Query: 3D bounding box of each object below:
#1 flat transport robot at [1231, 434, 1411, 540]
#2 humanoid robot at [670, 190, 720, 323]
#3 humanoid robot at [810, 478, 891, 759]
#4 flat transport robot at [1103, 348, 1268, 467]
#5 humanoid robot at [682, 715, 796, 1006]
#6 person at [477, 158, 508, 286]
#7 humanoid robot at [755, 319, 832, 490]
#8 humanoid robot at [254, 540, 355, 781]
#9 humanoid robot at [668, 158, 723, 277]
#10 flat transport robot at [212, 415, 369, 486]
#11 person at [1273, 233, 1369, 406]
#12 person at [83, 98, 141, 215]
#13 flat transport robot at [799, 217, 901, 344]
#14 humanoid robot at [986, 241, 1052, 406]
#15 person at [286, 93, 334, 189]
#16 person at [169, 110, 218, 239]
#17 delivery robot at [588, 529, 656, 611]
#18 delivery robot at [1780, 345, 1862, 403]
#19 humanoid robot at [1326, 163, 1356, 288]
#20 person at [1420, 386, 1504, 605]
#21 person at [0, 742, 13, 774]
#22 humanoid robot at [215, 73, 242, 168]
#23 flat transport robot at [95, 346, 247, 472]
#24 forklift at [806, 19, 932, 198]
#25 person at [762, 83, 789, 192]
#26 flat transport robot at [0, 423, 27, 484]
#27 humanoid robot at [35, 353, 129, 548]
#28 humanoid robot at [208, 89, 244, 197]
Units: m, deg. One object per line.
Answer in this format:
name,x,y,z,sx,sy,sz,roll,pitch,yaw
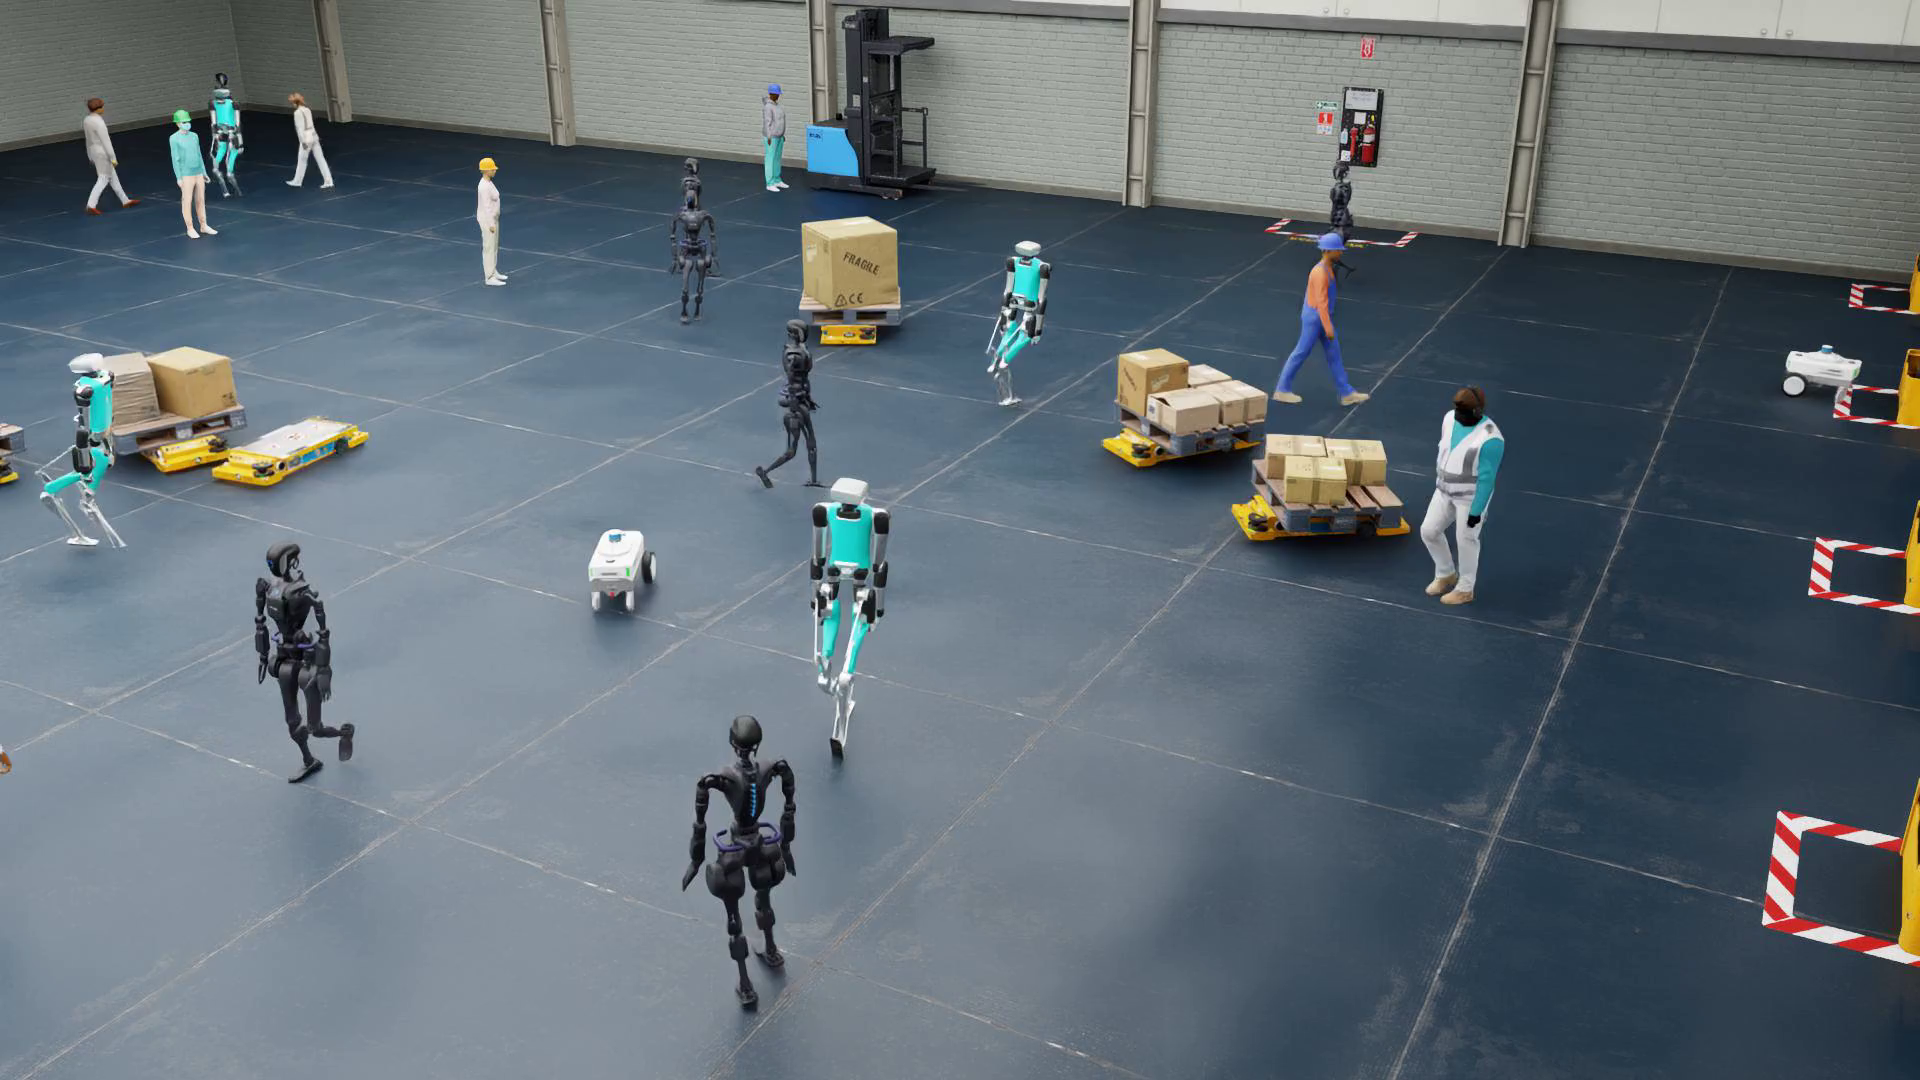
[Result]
flat transport robot,3.181,-0.227,14.692,1.431,0.231,0.659,-2,23,-5
humanoid robot,-3.282,-3.507,20.556,0.610,1.649,0.371,-5,24,-11
humanoid robot,-0.805,0.556,11.026,0.556,1.772,0.962,4,24,10
flat transport robot,2.224,-0.993,16.475,1.431,0.231,0.659,-11,26,-24
humanoid robot,-1.161,1.618,8.625,0.608,1.652,0.496,-11,26,-24
person,-6.293,-4.274,22.317,0.339,1.689,0.462,-3,23,-7
humanoid robot,-1.554,-1.255,15.327,0.635,1.639,0.613,4,23,8
humanoid robot,-4.201,0.744,10.639,0.591,1.643,0.471,9,25,20
humanoid robot,-3.659,-4.406,22.710,0.789,1.630,0.609,1,23,3
flat transport robot,-6.509,-0.880,16.211,0.659,0.231,1.431,9,25,20
person,3.838,-2.305,17.522,1.012,1.851,0.511,12,26,26
person,-13.671,-6.119,26.484,0.526,1.800,0.905,19,29,37
flat transport robot,-1.328,-2.673,20.385,0.659,0.231,1.431,-1,23,-1
humanoid robot,0.542,-2.193,17.409,0.549,1.762,0.839,16,28,32
person,-11.111,-6.757,28.203,0.844,1.585,0.519,4,24,8
person,-11.503,-5.478,24.879,0.349,1.876,0.518,12,26,26
delivery robot,-2.743,0.205,13.314,0.499,0.587,0.777,-1,23,-1
delivery robot,9.305,-1.809,18.029,0.779,0.608,0.525,13,27,28
humanoid robot,5.108,-4.165,22.089,0.479,1.644,0.612,-1,23,-3
person,3.916,-0.339,12.982,0.485,1.820,0.665,-10,25,-22
person,-5.665,1.238,9.238,0.868,1.882,0.609,18,29,36
humanoid robot,-13.217,-7.576,30.002,0.315,1.655,0.599,-4,24,-9
flat transport robot,-7.834,-1.001,16.493,0.659,0.231,1.431,-20,30,-39
forklift,-1.573,-7.292,27.850,1.873,2.768,1.129,12,26,25
person,-3.144,-6.810,28.113,0.361,1.775,0.522,9,25,19
flat transport robot,-9.670,-0.670,15.723,1.431,0.231,0.659,13,26,27
humanoid robot,-7.420,-0.684,13.913,0.848,1.783,0.530,-1,23,-1
humanoid robot,-12.170,-6.496,27.453,0.531,1.786,0.759,3,23,6
